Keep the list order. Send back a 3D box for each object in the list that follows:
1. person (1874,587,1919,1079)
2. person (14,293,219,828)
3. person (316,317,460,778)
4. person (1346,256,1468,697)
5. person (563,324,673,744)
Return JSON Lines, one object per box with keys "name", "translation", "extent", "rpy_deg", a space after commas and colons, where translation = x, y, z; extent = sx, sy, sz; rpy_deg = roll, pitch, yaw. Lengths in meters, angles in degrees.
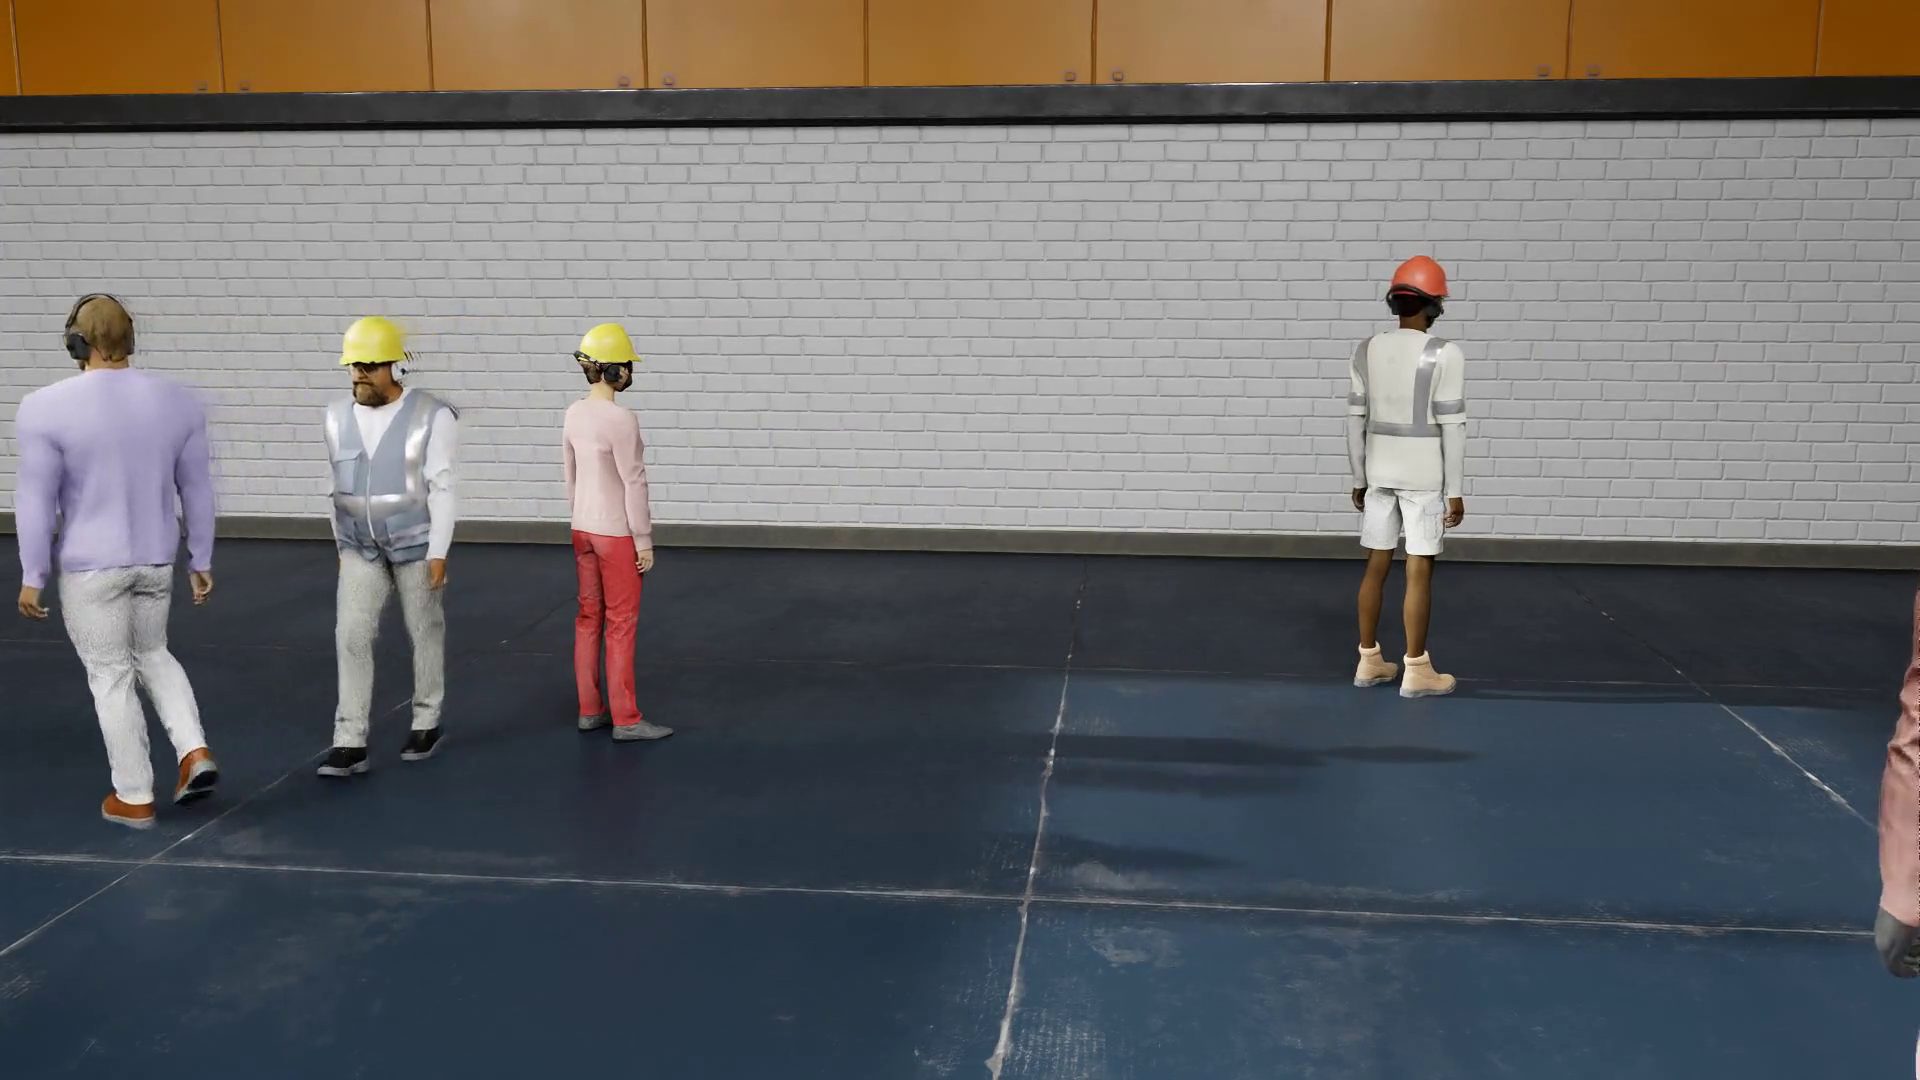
{"name": "person", "translation": [1.938, 0.643, 2.849], "extent": [0.663, 1.890, 0.589], "rpy_deg": [7, 12, 36]}
{"name": "person", "translation": [-2.996, 0.092, 5.920], "extent": [0.461, 1.924, 0.633], "rpy_deg": [7, 12, 34]}
{"name": "person", "translation": [-2.280, 0.040, 6.540], "extent": [0.595, 1.805, 0.745], "rpy_deg": [1, 10, 4]}
{"name": "person", "translation": [2.104, -0.292, 7.779], "extent": [0.380, 2.041, 0.616], "rpy_deg": [-8, 13, -39]}
{"name": "person", "translation": [-1.471, -0.025, 7.043], "extent": [0.523, 1.769, 0.309], "rpy_deg": [10, 14, 44]}
